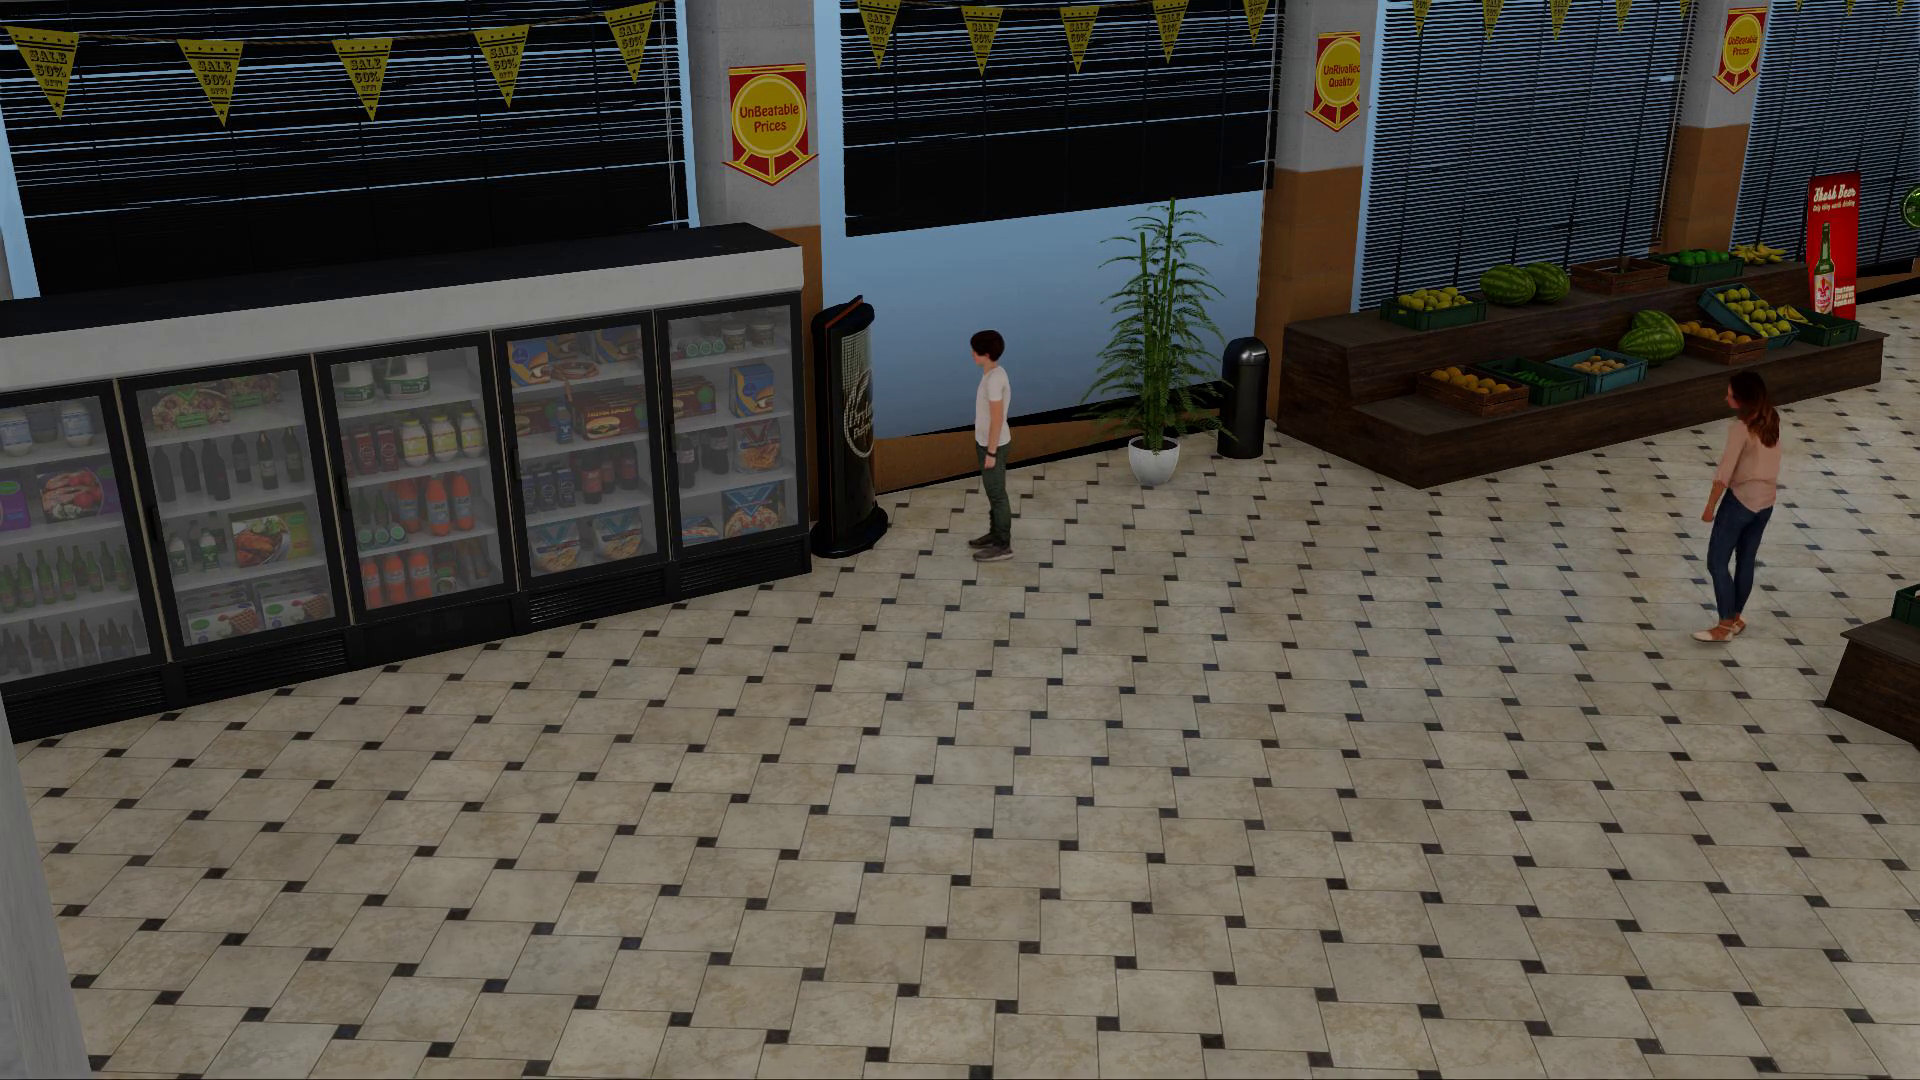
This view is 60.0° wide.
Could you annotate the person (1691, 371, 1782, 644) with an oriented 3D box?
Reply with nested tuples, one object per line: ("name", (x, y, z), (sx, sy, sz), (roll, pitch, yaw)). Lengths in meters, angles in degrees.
("person", (4.939, -0.219, 10.370), (0.494, 1.761, 0.793), (-4, 22, -11))

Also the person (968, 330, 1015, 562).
("person", (0.231, -0.667, 11.629), (0.669, 1.653, 0.663), (-1, 22, -3))
